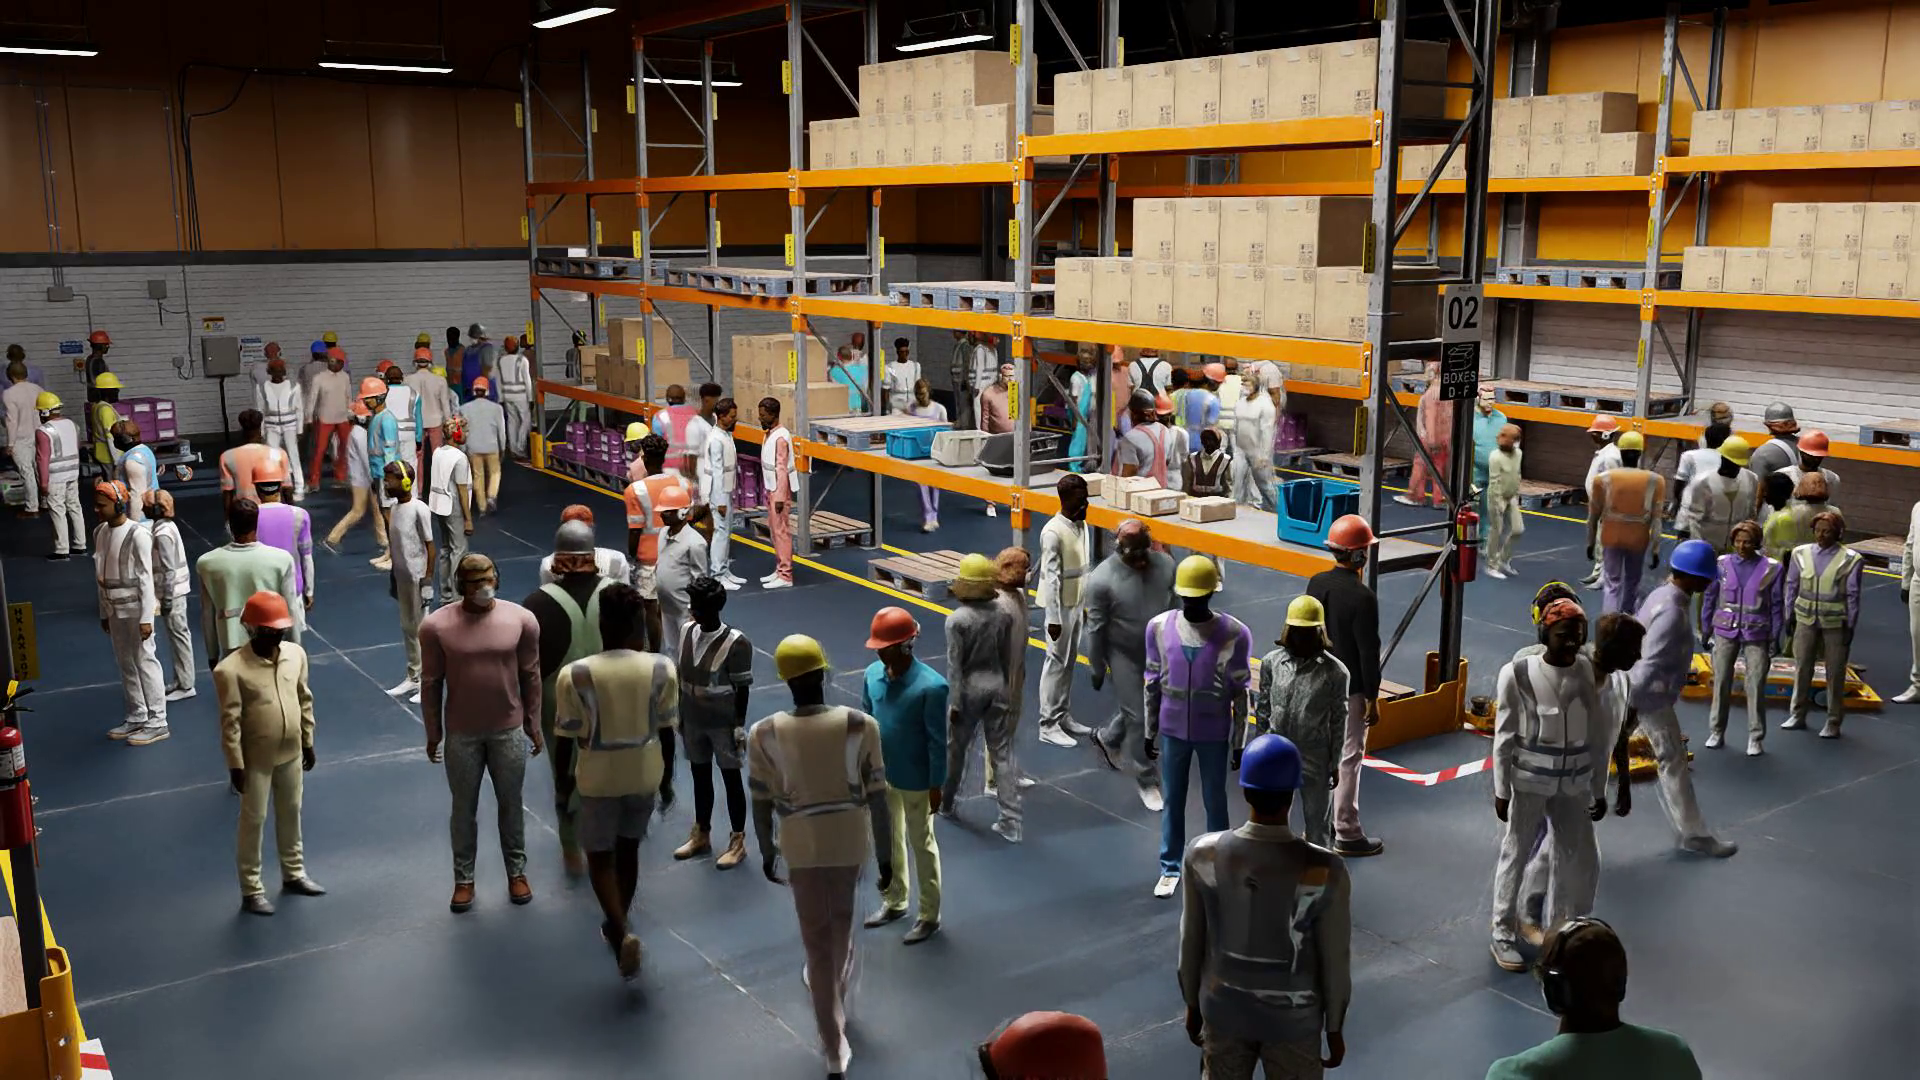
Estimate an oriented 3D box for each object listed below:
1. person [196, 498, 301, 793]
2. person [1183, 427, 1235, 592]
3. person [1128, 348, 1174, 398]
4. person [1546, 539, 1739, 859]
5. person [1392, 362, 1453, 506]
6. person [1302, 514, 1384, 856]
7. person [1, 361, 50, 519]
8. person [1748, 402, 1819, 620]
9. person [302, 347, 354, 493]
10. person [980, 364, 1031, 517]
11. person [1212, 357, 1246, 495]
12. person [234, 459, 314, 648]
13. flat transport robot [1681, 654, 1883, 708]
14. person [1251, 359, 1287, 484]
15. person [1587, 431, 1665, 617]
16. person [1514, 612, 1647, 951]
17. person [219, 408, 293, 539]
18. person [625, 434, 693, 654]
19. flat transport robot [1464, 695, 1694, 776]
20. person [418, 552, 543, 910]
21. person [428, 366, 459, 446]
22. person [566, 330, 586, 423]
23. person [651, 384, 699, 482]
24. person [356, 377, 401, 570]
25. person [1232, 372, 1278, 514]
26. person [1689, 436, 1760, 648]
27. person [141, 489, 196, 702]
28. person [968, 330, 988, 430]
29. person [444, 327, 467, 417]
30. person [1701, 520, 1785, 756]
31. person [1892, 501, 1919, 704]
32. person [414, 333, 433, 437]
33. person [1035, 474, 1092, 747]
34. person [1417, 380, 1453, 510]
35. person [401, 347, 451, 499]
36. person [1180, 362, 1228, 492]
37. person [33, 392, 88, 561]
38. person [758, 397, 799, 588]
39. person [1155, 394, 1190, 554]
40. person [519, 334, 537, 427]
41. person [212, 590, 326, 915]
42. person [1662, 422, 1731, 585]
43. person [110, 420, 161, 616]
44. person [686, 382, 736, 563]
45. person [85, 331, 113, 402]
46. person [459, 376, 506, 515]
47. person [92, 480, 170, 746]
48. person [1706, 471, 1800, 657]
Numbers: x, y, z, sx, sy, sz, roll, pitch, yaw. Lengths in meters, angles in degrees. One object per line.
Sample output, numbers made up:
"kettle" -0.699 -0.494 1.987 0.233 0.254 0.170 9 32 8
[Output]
"person" -4.554 0.683 10.710 0.586 1.909 0.387 -3 11 -16
"person" 2.453 -0.307 16.443 0.514 1.645 0.308 5 12 22
"person" 2.697 -1.885 23.502 0.683 2.000 0.538 4 12 18
"person" 4.004 0.887 9.781 1.082 1.878 0.648 3 12 16
"person" 5.962 -1.322 21.079 0.664 1.867 0.933 -9 14 -39
"person" 2.234 0.837 9.678 0.375 1.997 0.612 -5 12 -25
"person" -11.444 -1.226 20.392 0.351 1.936 0.634 2 11 12
"person" 7.409 -0.265 15.206 0.673 2.000 0.535 -4 12 -20
"person" -8.513 -1.605 22.354 0.426 1.949 0.848 8 13 34
"person" 0.568 -1.220 20.480 0.643 1.901 0.395 -2 11 -12
"person" 3.592 -1.519 22.178 0.637 1.835 0.429 3 11 14
"person" -5.063 0.365 12.297 0.549 1.924 0.391 -8 13 -35
"flat transport robot" 6.288 1.074 12.899 1.431 0.197 0.652 3 12 16
"person" 4.265 -1.802 23.074 0.536 2.000 0.672 -6 12 -27
"person" 5.710 0.000 14.312 0.596 1.864 1.034 4 12 19
"person" 3.069 1.222 8.203 0.529 1.796 0.809 -9 14 -39
"person" -6.449 -0.231 15.275 0.611 1.950 0.737 -3 11 -15
"person" -2.425 0.120 13.429 0.600 1.967 0.369 -9 14 -38
"flat transport robot" 4.305 1.320 11.639 0.652 0.197 1.431 -6 13 -29
"person" -2.555 1.014 8.925 0.636 1.939 0.364 -4 12 -17
"person" -6.836 -1.432 21.980 0.487 1.737 0.320 5 12 23
"person" -6.143 -2.445 26.822 0.514 1.864 0.335 10 15 41
"person" -3.267 -0.868 18.909 0.629 1.806 0.894 -8 14 -35
"person" -6.067 -0.693 17.441 0.407 2.031 0.613 -6 13 -29
"person" 3.459 -1.015 19.431 0.962 1.909 0.632 -8 14 -37
"person" 6.460 0.049 14.038 0.607 1.862 0.888 1 11 3
"person" -6.060 0.417 12.741 0.315 1.641 0.515 -5 12 -24
"person" 0.287 -2.547 27.311 0.359 1.877 0.589 -1 11 -3
"person" -8.141 -2.515 27.076 0.584 1.911 0.392 8 14 35
"person" 5.403 0.665 11.511 0.525 1.631 0.313 7 13 33
"person" 7.326 0.351 12.447 0.402 1.895 0.653 -5 12 -22
"person" -8.997 -2.612 27.982 0.320 1.742 0.492 -5 12 -23
"person" 0.731 0.478 11.723 0.371 1.916 0.597 5 12 23
"person" 6.008 -1.264 21.032 0.329 1.765 0.526 -8 14 -35
"person" -7.015 -1.532 21.843 0.627 1.985 0.409 -3 11 -14
"person" 2.798 -1.097 19.576 0.623 1.997 0.675 -7 13 -30
"person" -9.713 -0.684 17.918 0.403 1.823 0.595 2 11 9
"person" -1.821 -0.480 16.658 0.402 1.909 0.599 -3 12 -17
"person" 2.106 -0.587 17.244 0.557 1.902 0.946 4 12 20
"person" -7.568 -2.799 29.220 0.286 1.633 0.501 1 11 3
"person" -3.670 1.121 8.886 0.354 1.742 0.567 6 13 29
"person" 7.364 -0.331 16.540 0.632 1.667 0.358 5 12 25
"person" -7.634 -0.200 15.406 0.429 1.838 0.621 -4 12 -19
"person" -2.757 -0.743 17.912 0.809 1.935 0.628 4 12 19
"person" -12.511 -2.034 24.292 0.407 2.035 0.611 -8 14 -37
"person" -5.896 -1.157 20.570 0.563 1.735 0.447 -1 11 -7
"person" -5.853 0.506 11.699 0.568 1.878 0.349 6 13 29
"person" 6.493 0.275 13.412 0.854 1.651 0.545 5 12 23
